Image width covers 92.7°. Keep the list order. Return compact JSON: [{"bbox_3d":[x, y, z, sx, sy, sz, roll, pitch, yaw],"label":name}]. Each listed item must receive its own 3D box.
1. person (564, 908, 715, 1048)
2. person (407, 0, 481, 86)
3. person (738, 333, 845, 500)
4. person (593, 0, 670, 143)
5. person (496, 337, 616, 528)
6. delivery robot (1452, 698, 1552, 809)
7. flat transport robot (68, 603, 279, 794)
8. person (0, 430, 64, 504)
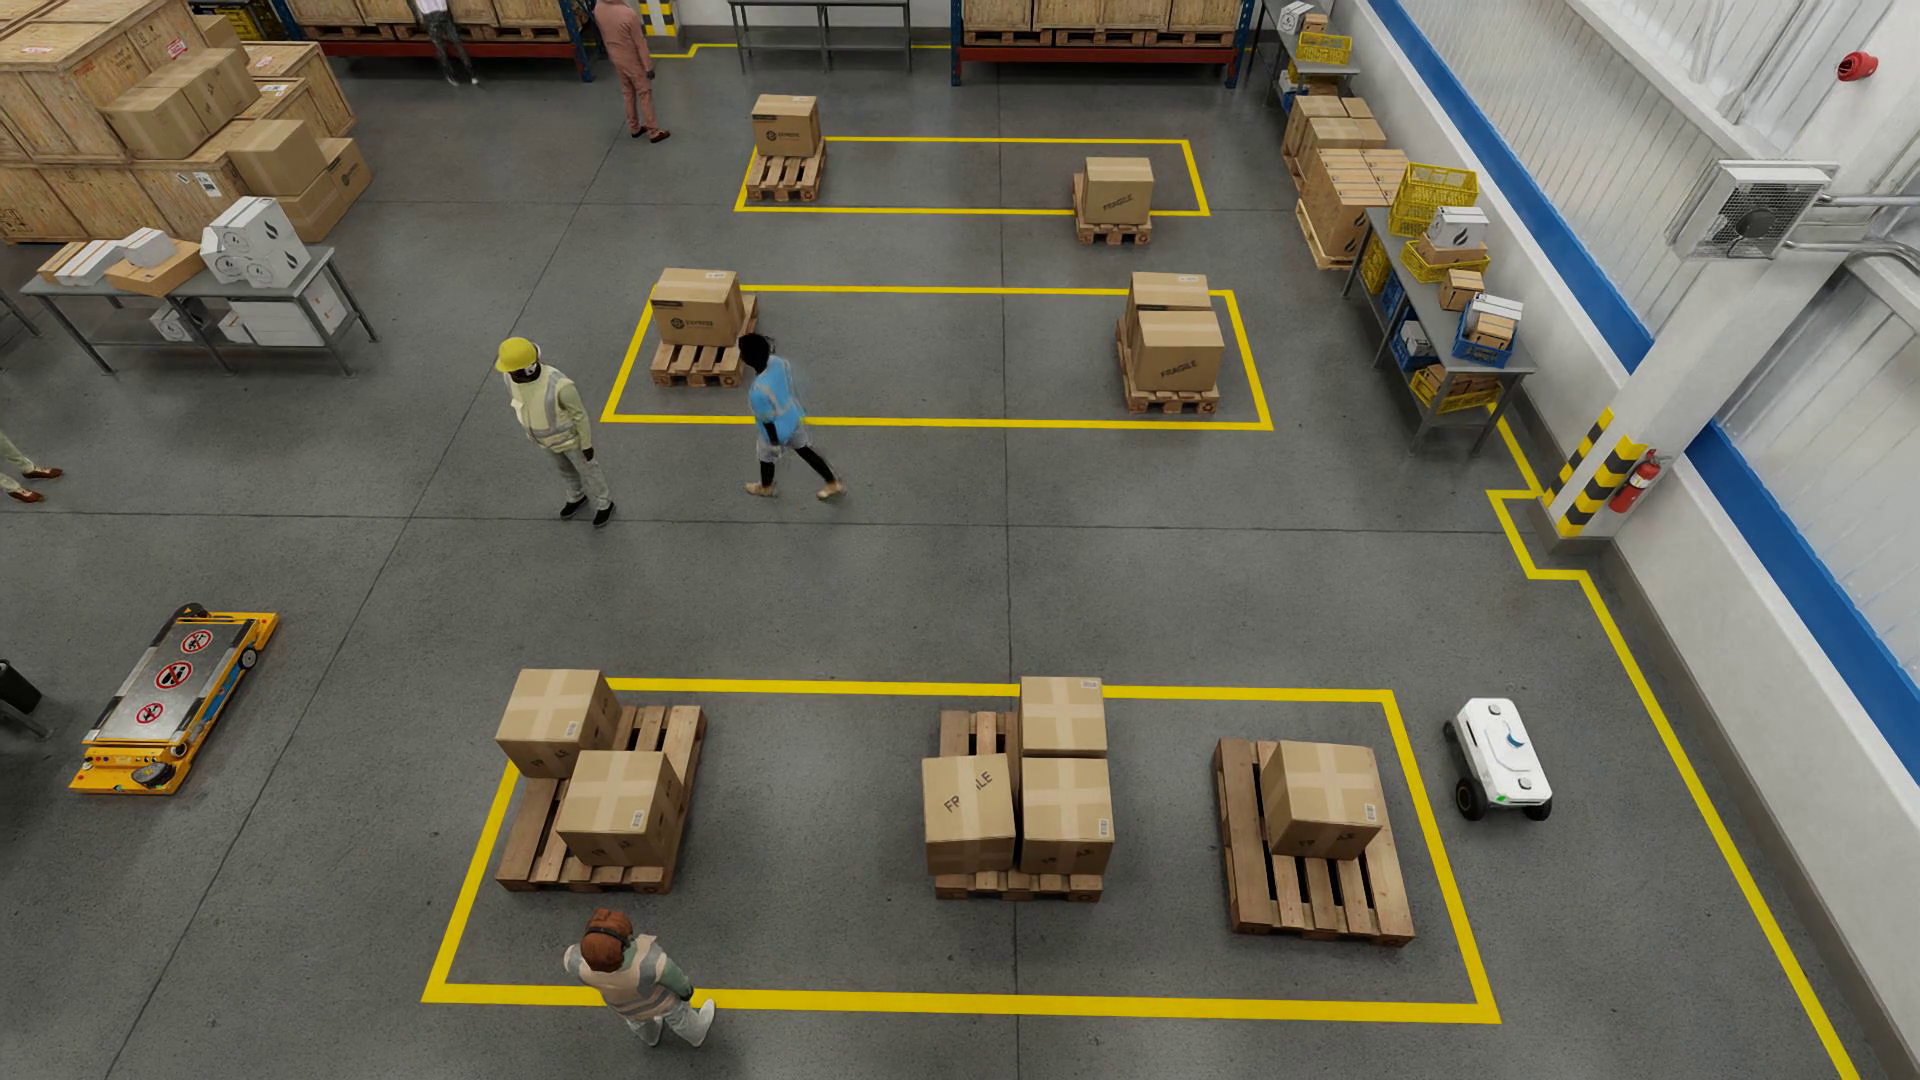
[{"bbox_3d":[-1.577,2.235,4.573,0.509,1.631,0.310,3,50,2],"label":"person"},{"bbox_3d":[-7.055,-7.140,12.323,0.594,1.919,0.385,-21,53,-17],"label":"person"},{"bbox_3d":[-1.381,-0.919,7.232,0.859,1.653,0.533,10,51,9],"label":"person"},{"bbox_3d":[-4.050,-5.905,11.291,0.654,1.900,0.398,22,53,17],"label":"person"},{"bbox_3d":[-3.083,-0.809,7.020,0.591,1.829,0.404,16,52,13],"label":"person"},{"bbox_3d":[3.509,1.378,5.934,0.477,0.478,0.707,1,50,0],"label":"delivery robot"},{"bbox_3d":[-5.504,1.072,6.442,0.652,0.197,1.431,1,50,1],"label":"flat transport robot"},{"bbox_3d":[-7.964,-1.071,7.219,0.309,1.864,0.535,-1,50,-1],"label":"person"}]
